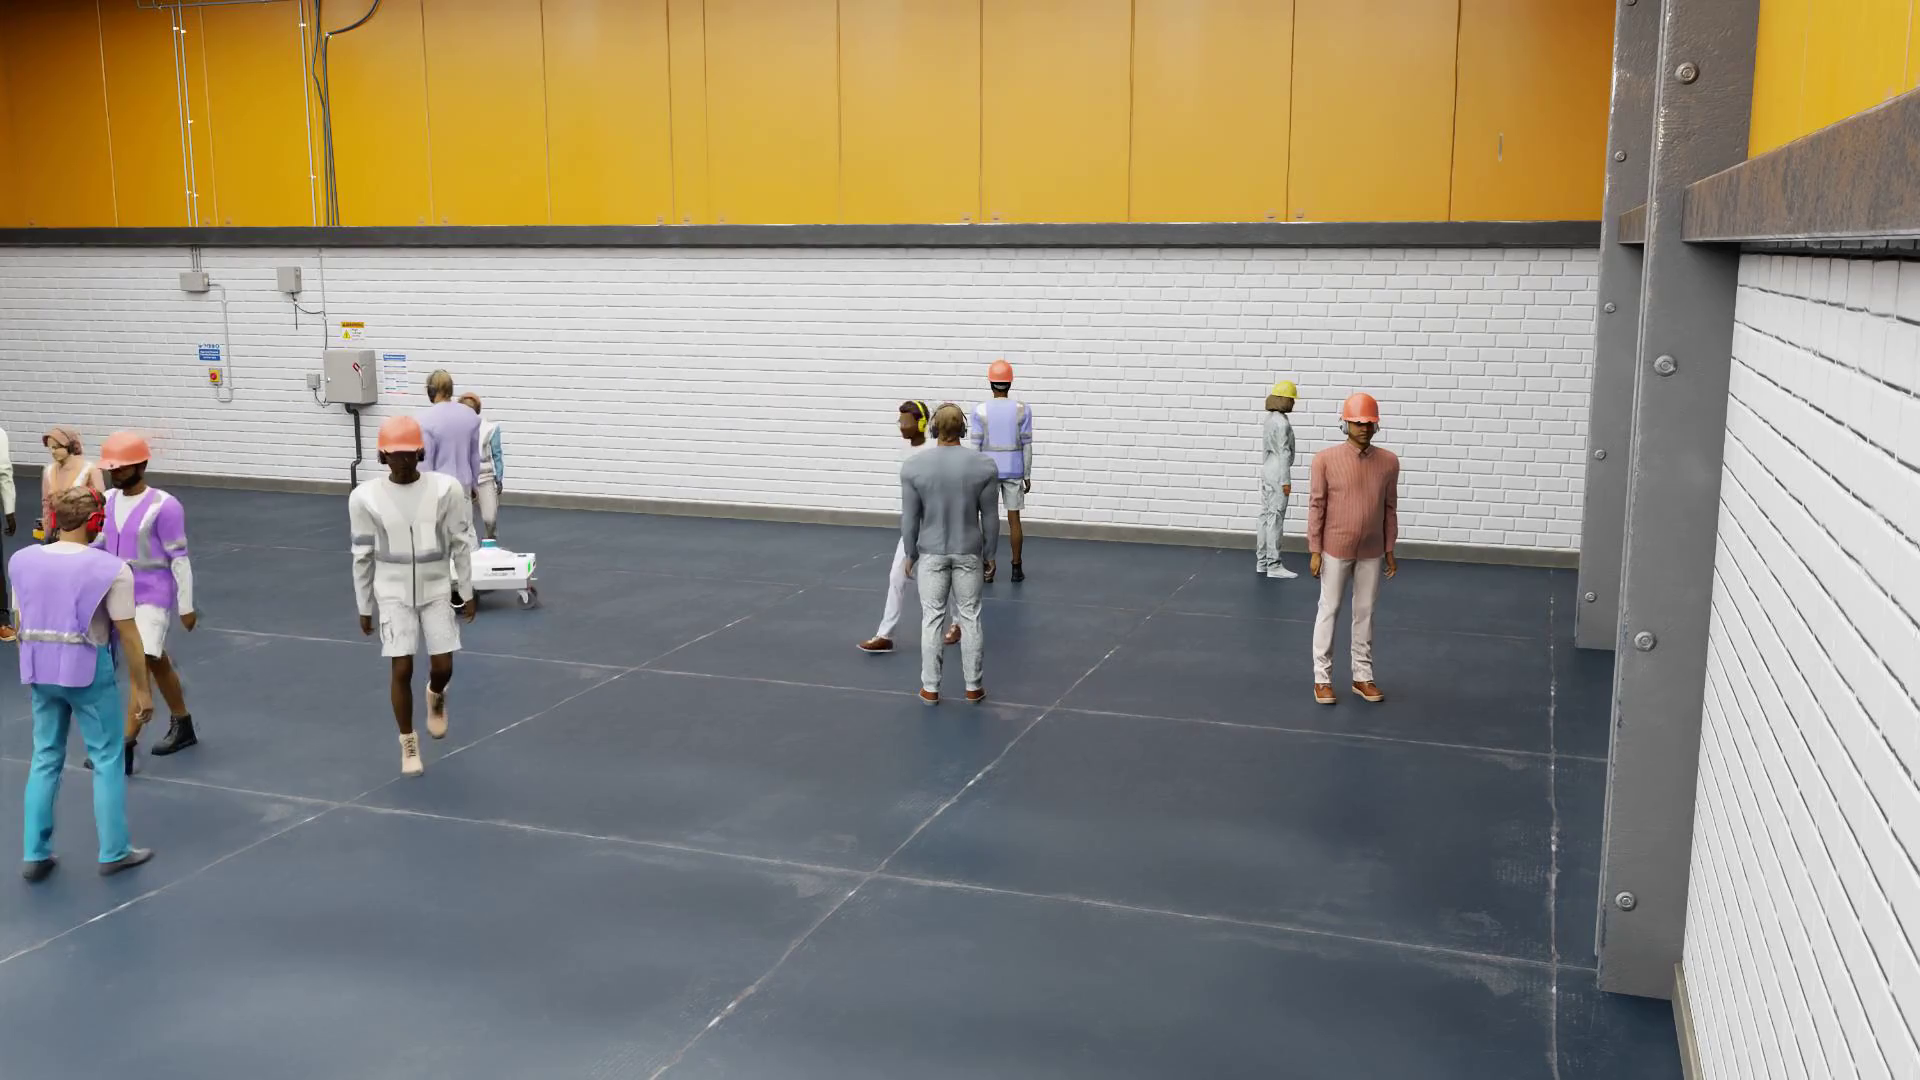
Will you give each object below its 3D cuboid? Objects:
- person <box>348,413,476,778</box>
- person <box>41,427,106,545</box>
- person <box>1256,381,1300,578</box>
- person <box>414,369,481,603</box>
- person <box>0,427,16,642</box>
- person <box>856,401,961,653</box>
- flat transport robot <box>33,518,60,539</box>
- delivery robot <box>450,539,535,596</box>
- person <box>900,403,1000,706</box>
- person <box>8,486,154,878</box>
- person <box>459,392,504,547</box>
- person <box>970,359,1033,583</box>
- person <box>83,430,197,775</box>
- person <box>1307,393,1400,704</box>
[{"bbox_3d":[-3.031,0.285,9.254,0.649,2.024,0.673,-4,11,-20],"label":"person"},{"bbox_3d":[-6.399,-0.021,12.112,0.523,1.618,0.413,4,11,24],"label":"person"},{"bbox_3d":[2.830,-0.541,14.723,0.311,1.736,0.483,-1,10,-8],"label":"person"},{"bbox_3d":[-4.137,-0.415,13.445,0.355,1.936,0.635,6,12,30],"label":"person"},{"bbox_3d":[-7.206,-0.190,12.088,0.628,1.980,0.443,-9,14,-42],"label":"person"},{"bbox_3d":[-0.285,-0.094,11.979,0.970,1.824,0.535,-9,13,-40],"label":"person"},{"bbox_3d":[-8.405,-0.108,16.411,1.431,0.197,0.652,5,11,28],"label":"flat transport robot"},{"bbox_3d":[-3.790,0.236,13.411,0.707,0.478,0.477,-2,10,-9],"label":"delivery robot"},{"bbox_3d":[-0.064,0.096,10.568,0.631,1.940,0.372,-1,10,-3],"label":"person"},{"bbox_3d":[-4.068,0.668,7.665,0.661,1.825,0.468,0,10,3],"label":"person"},{"bbox_3d":[-4.363,-0.520,14.924,0.529,1.631,0.391,-2,10,-11],"label":"person"},{"bbox_3d":[0.355,-0.591,14.426,0.545,1.942,0.354,-1,10,-3],"label":"person"},{"bbox_3d":[-4.663,0.345,9.274,0.559,1.892,0.924,4,11,24],"label":"person"},{"bbox_3d":[2.517,0.053,10.649,0.611,1.995,0.375,-2,10,-11],"label":"person"}]
